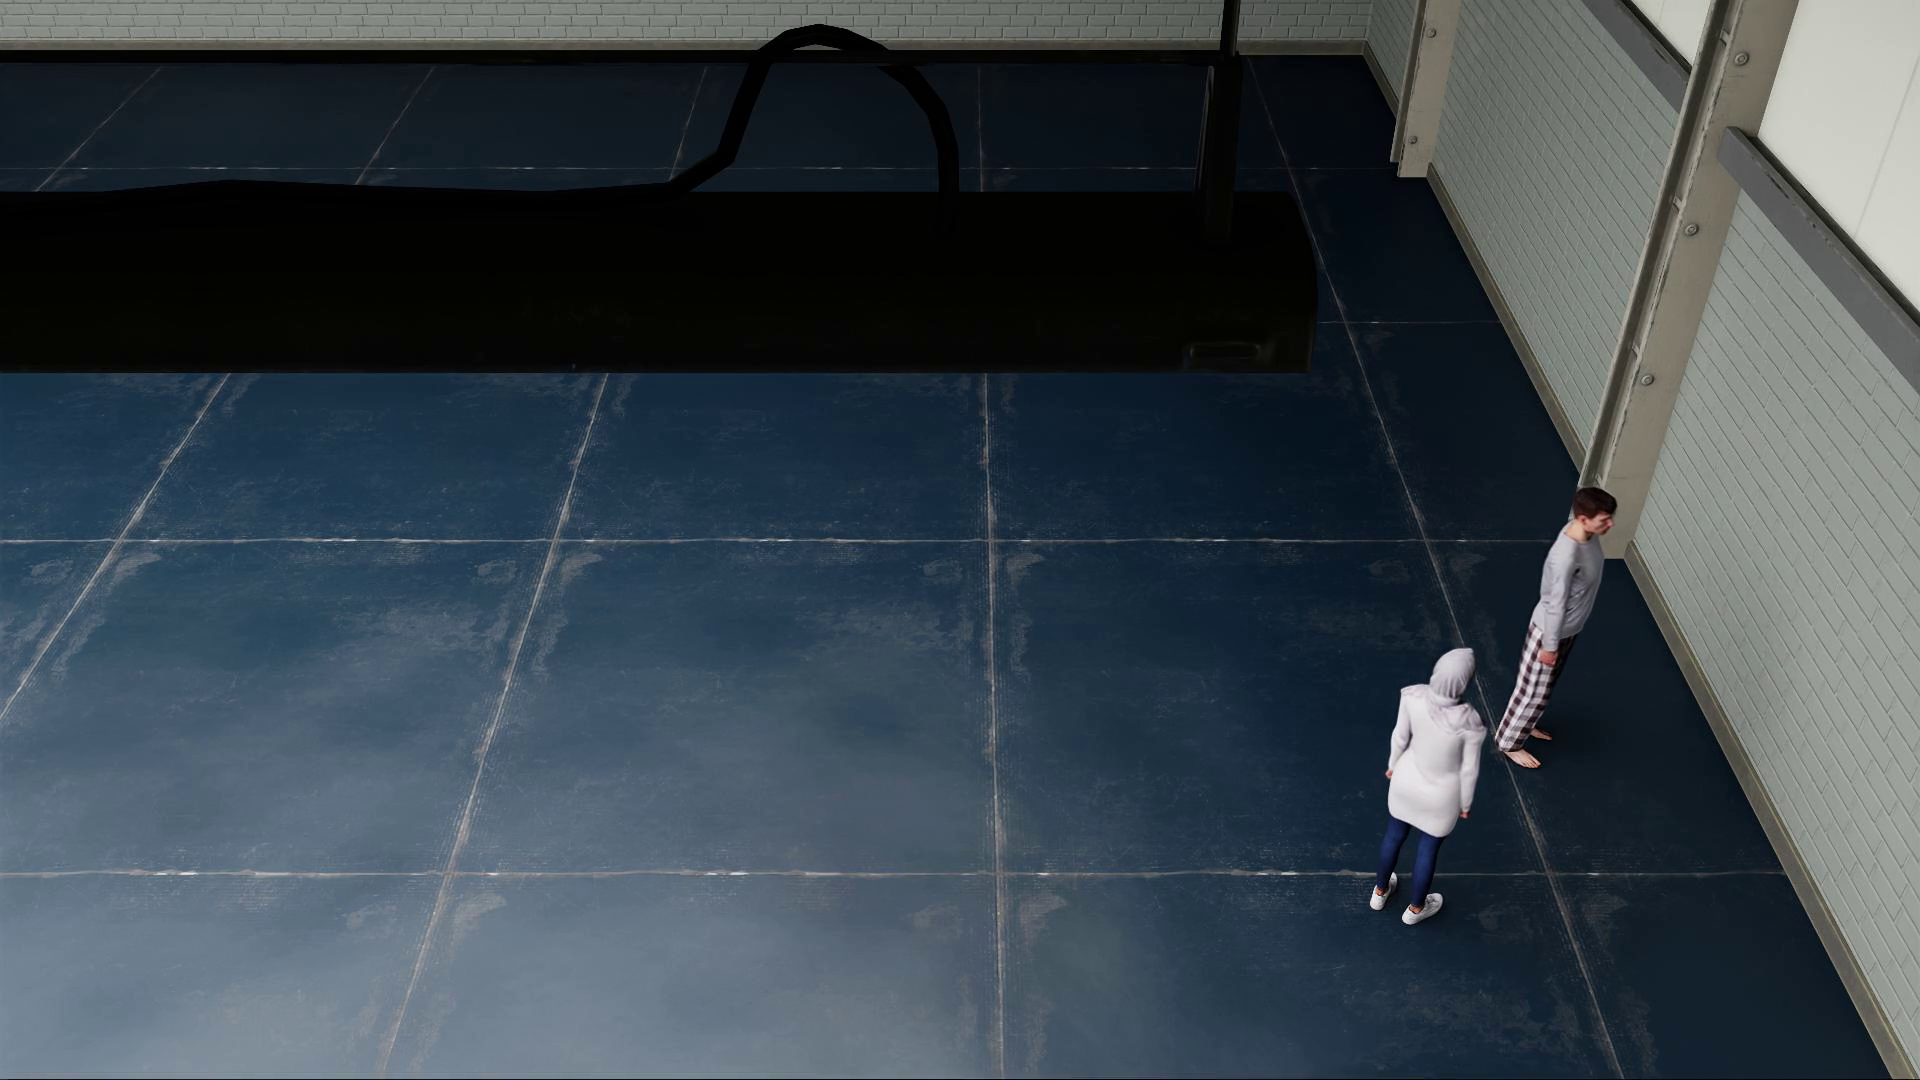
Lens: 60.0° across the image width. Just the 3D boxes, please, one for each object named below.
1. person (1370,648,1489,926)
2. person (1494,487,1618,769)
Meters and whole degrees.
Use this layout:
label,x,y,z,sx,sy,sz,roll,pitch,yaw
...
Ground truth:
label,x,y,z,sx,sy,sz,roll,pitch,yaw
person,2.342,1.239,8.349,0.689,1.775,0.731,27,45,31
person,3.337,0.463,9.310,0.773,1.847,0.666,22,42,26
